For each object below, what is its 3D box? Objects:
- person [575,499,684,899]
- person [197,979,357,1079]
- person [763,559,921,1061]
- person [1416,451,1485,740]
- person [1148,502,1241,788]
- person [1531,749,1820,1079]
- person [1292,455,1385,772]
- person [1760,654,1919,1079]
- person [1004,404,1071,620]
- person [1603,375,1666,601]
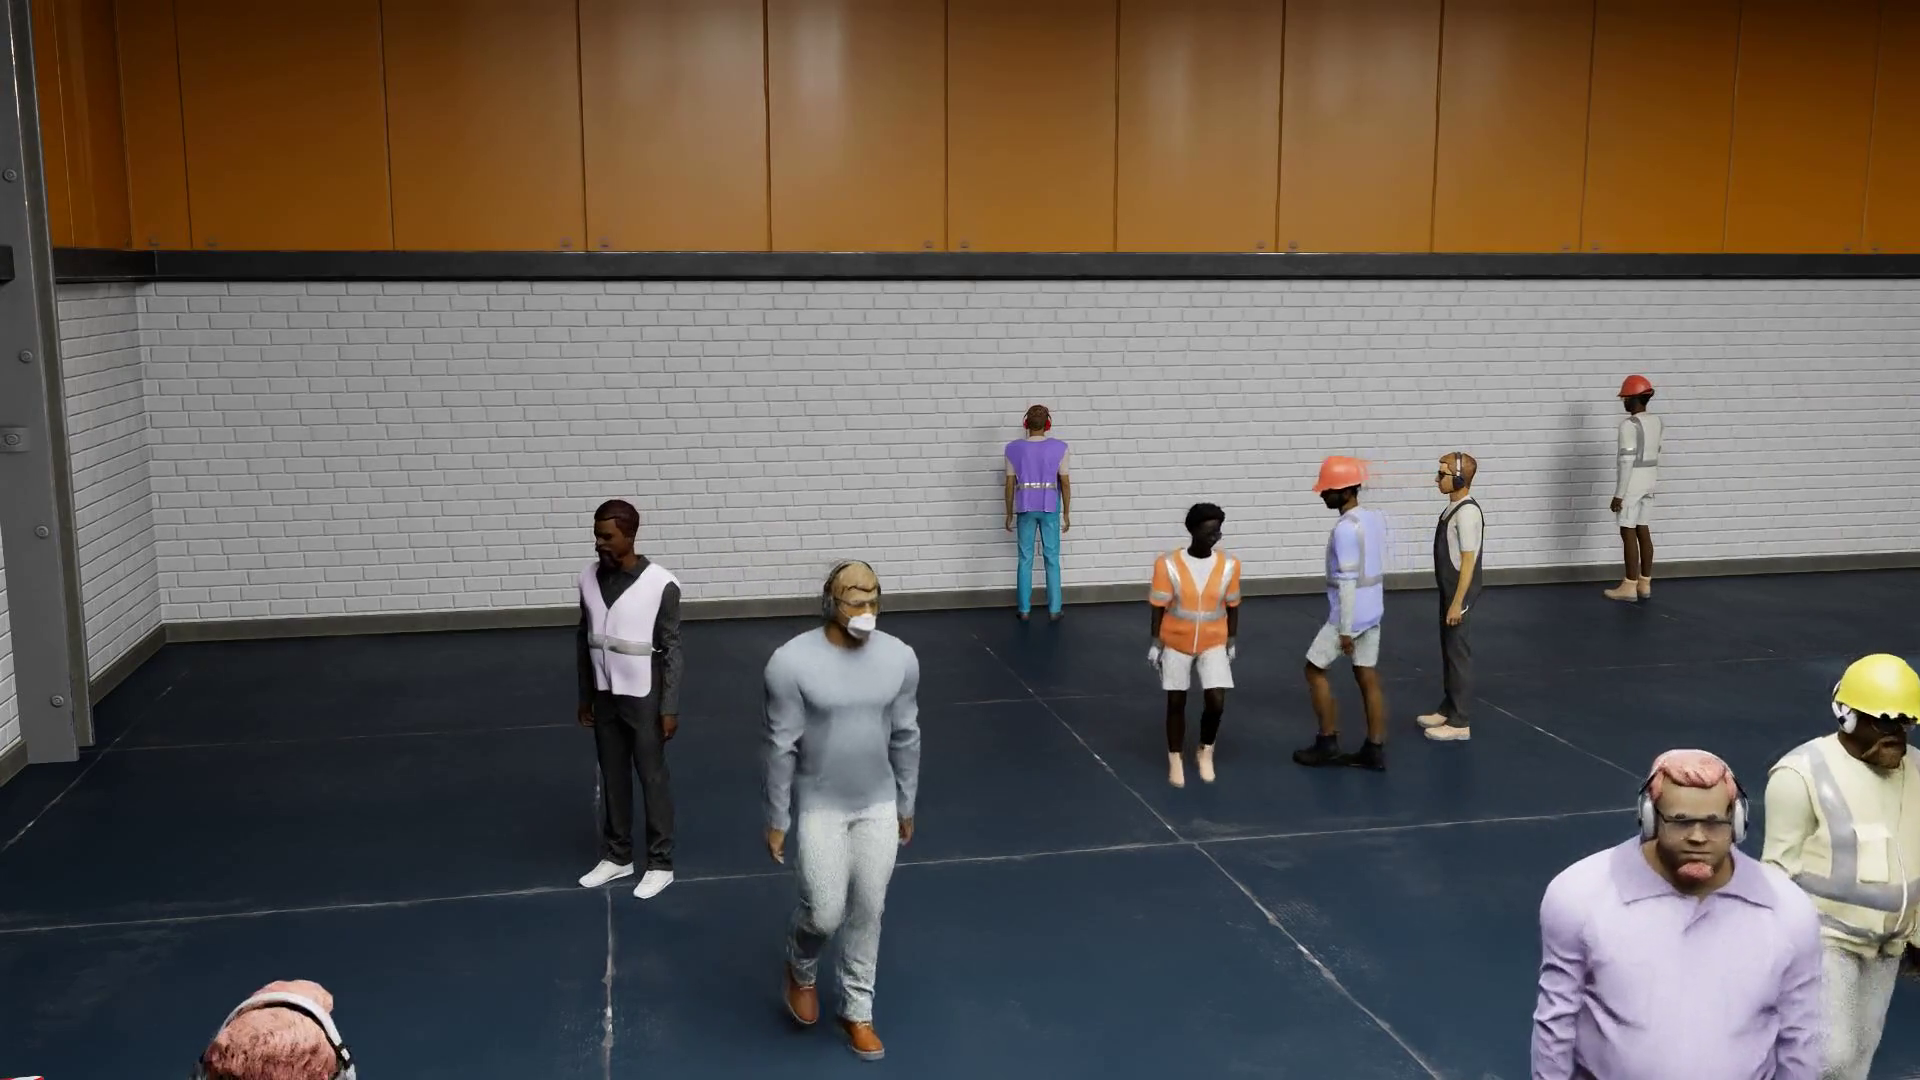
[{"bbox_3d":[-1.583,0.749,7.989,0.597,1.915,0.371,5,11,28],"label":"person"},{"bbox_3d":[-1.063,1.630,2.693,0.682,1.887,0.434,-1,9,-5],"label":"person"},{"bbox_3d":[-0.440,1.016,6.328,0.647,1.925,0.480,-5,11,-28],"label":"person"},{"bbox_3d":[3.146,0.354,10.617,0.341,1.846,0.510,1,9,8],"label":"person"},{"bbox_3d":[1.341,0.607,9.568,0.552,1.680,0.390,0,9,1],"label":"person"},{"bbox_3d":[1.724,1.406,4.076,0.651,1.888,0.666,2,10,14],"label":"person"},{"bbox_3d":[2.270,0.436,9.930,0.689,1.901,0.589,7,12,37],"label":"person"},{"bbox_3d":[2.844,1.240,5.320,0.597,1.817,0.407,-3,10,-18],"label":"person"},{"bbox_3d":[0.657,-0.225,14.136,0.563,1.847,0.388,1,9,5],"label":"person"},{"bbox_3d":[6.075,-0.470,15.043,0.615,2.038,0.395,-7,12,-38],"label":"person"}]
